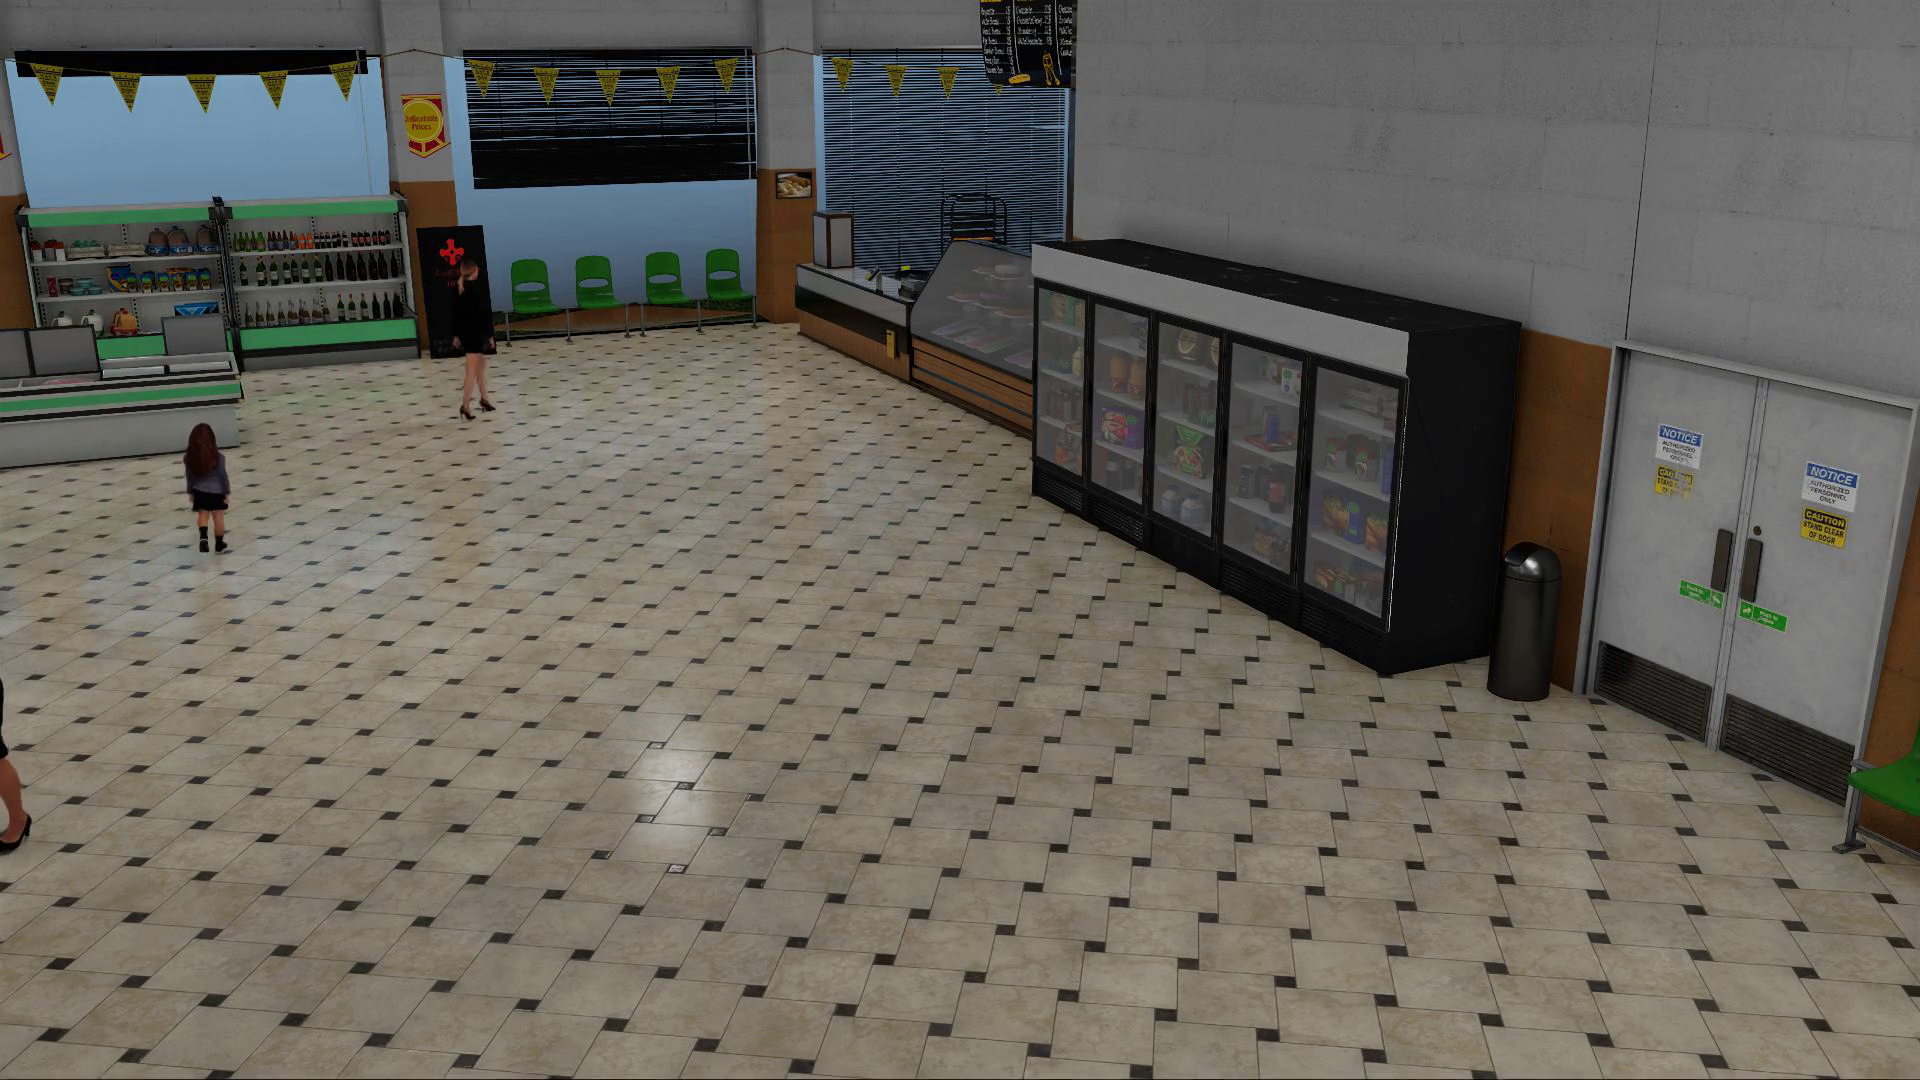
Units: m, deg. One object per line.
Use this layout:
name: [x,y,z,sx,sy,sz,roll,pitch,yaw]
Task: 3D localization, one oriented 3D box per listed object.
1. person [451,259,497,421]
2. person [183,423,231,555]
person: [-5.381,-2.150,18.103,0.825,1.741,0.916,10,19,29]
person: [-6.091,-0.396,13.433,0.622,1.097,0.622,-3,17,-9]
